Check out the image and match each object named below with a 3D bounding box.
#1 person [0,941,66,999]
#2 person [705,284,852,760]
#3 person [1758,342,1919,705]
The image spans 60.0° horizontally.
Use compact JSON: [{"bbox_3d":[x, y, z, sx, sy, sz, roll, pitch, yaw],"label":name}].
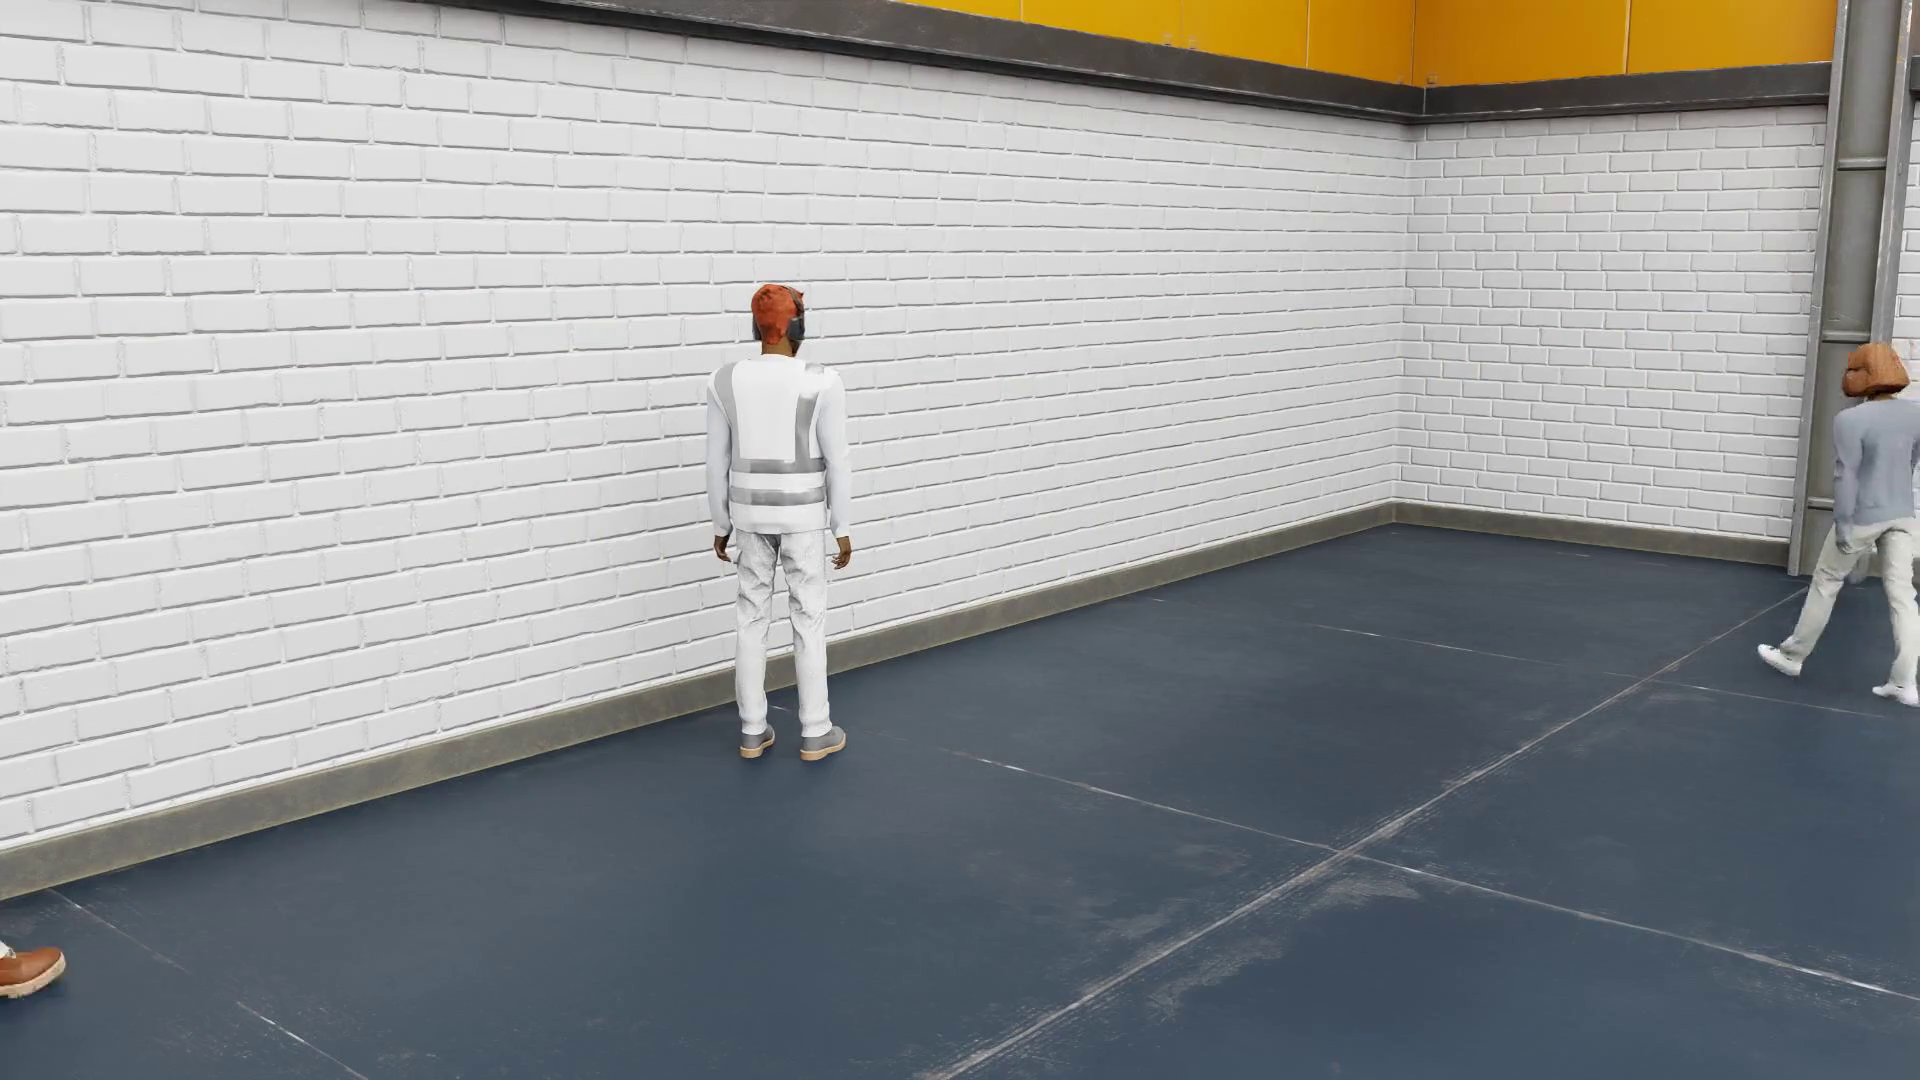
[{"bbox_3d":[-2.809,0.290,4.347,0.825,1.956,0.634,-9,14,-43],"label":"person"},{"bbox_3d":[-0.709,-0.062,6.583,0.584,1.882,0.337,2,10,11],"label":"person"},{"bbox_3d":[4.104,-0.095,7.597,0.520,1.598,0.825,-3,10,-14],"label":"person"}]
